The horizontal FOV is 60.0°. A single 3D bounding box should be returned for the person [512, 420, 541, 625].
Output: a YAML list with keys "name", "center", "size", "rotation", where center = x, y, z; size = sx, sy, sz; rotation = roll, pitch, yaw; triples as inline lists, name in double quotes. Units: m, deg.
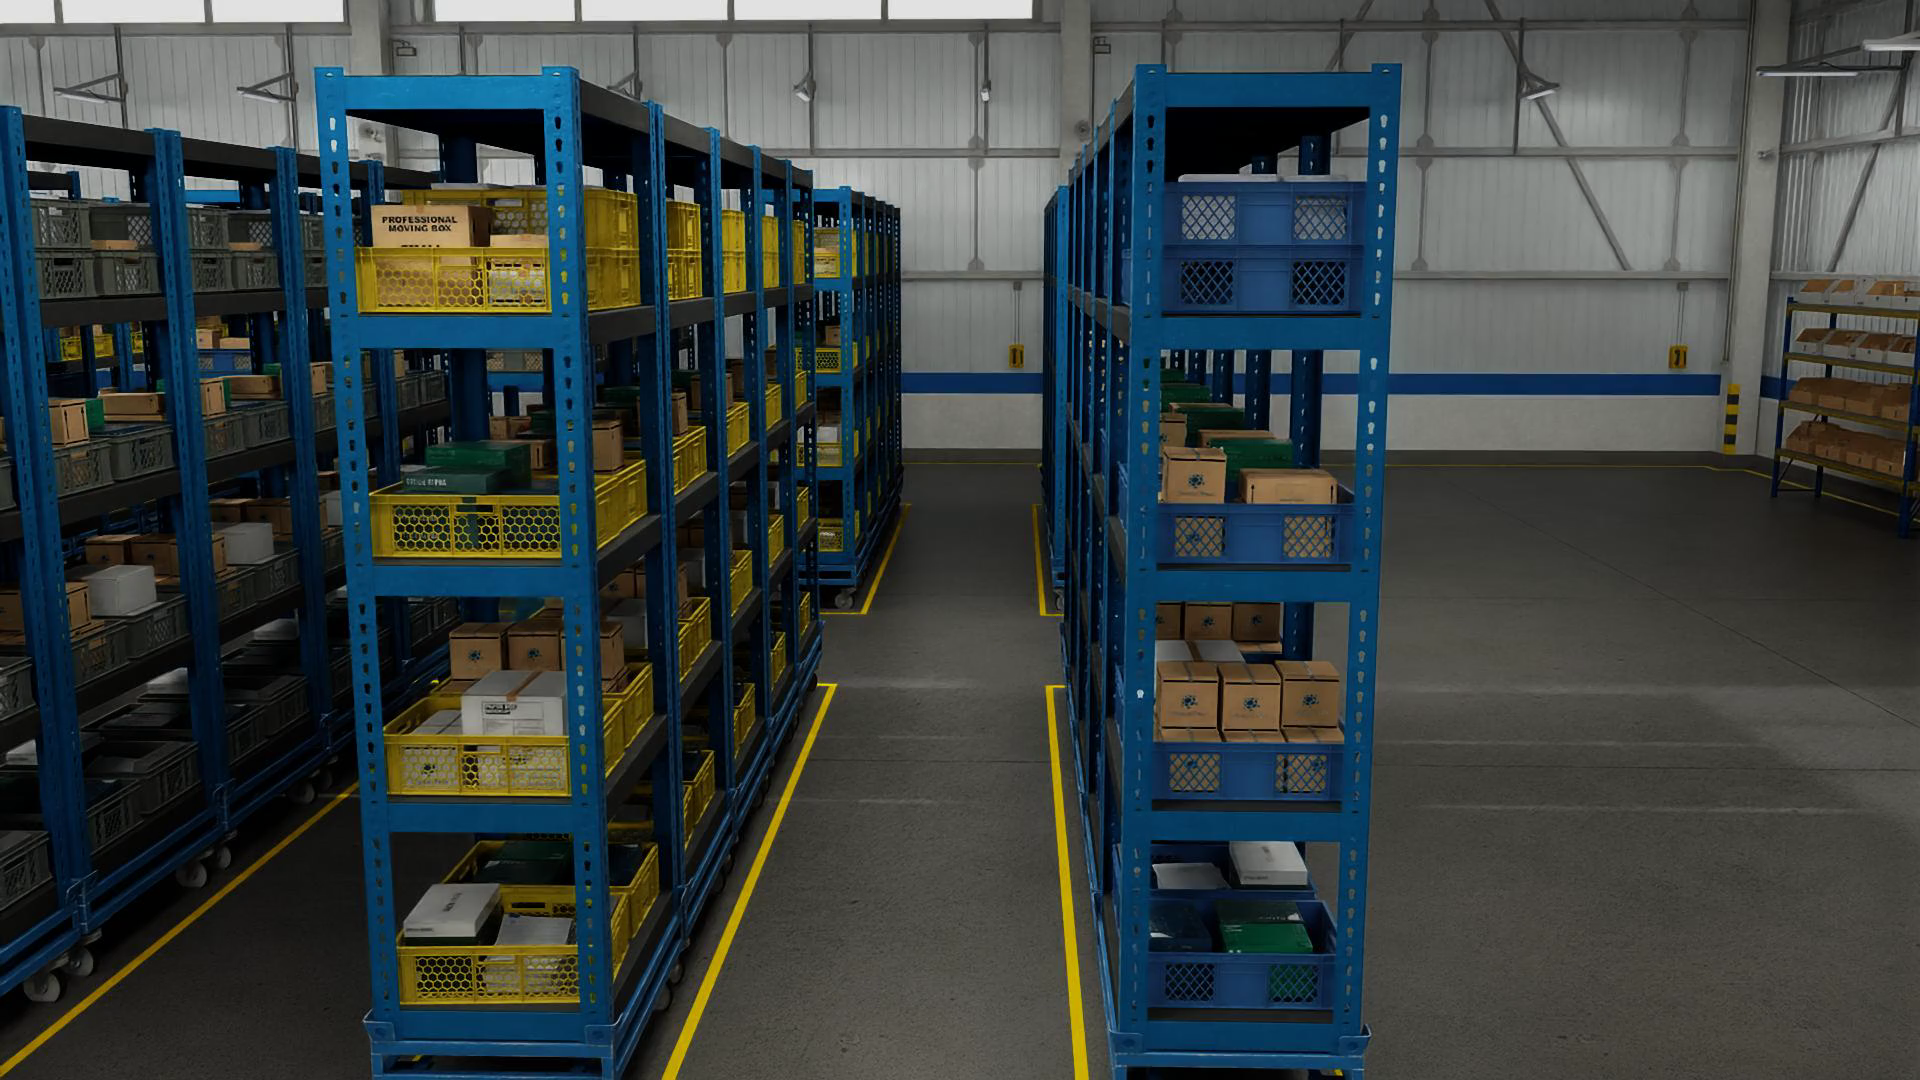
- name: "person"
  center: [-3.193, 0.025, 12.314]
  size: [0.373, 1.840, 0.570]
  rotation: [0, 10, 0]
